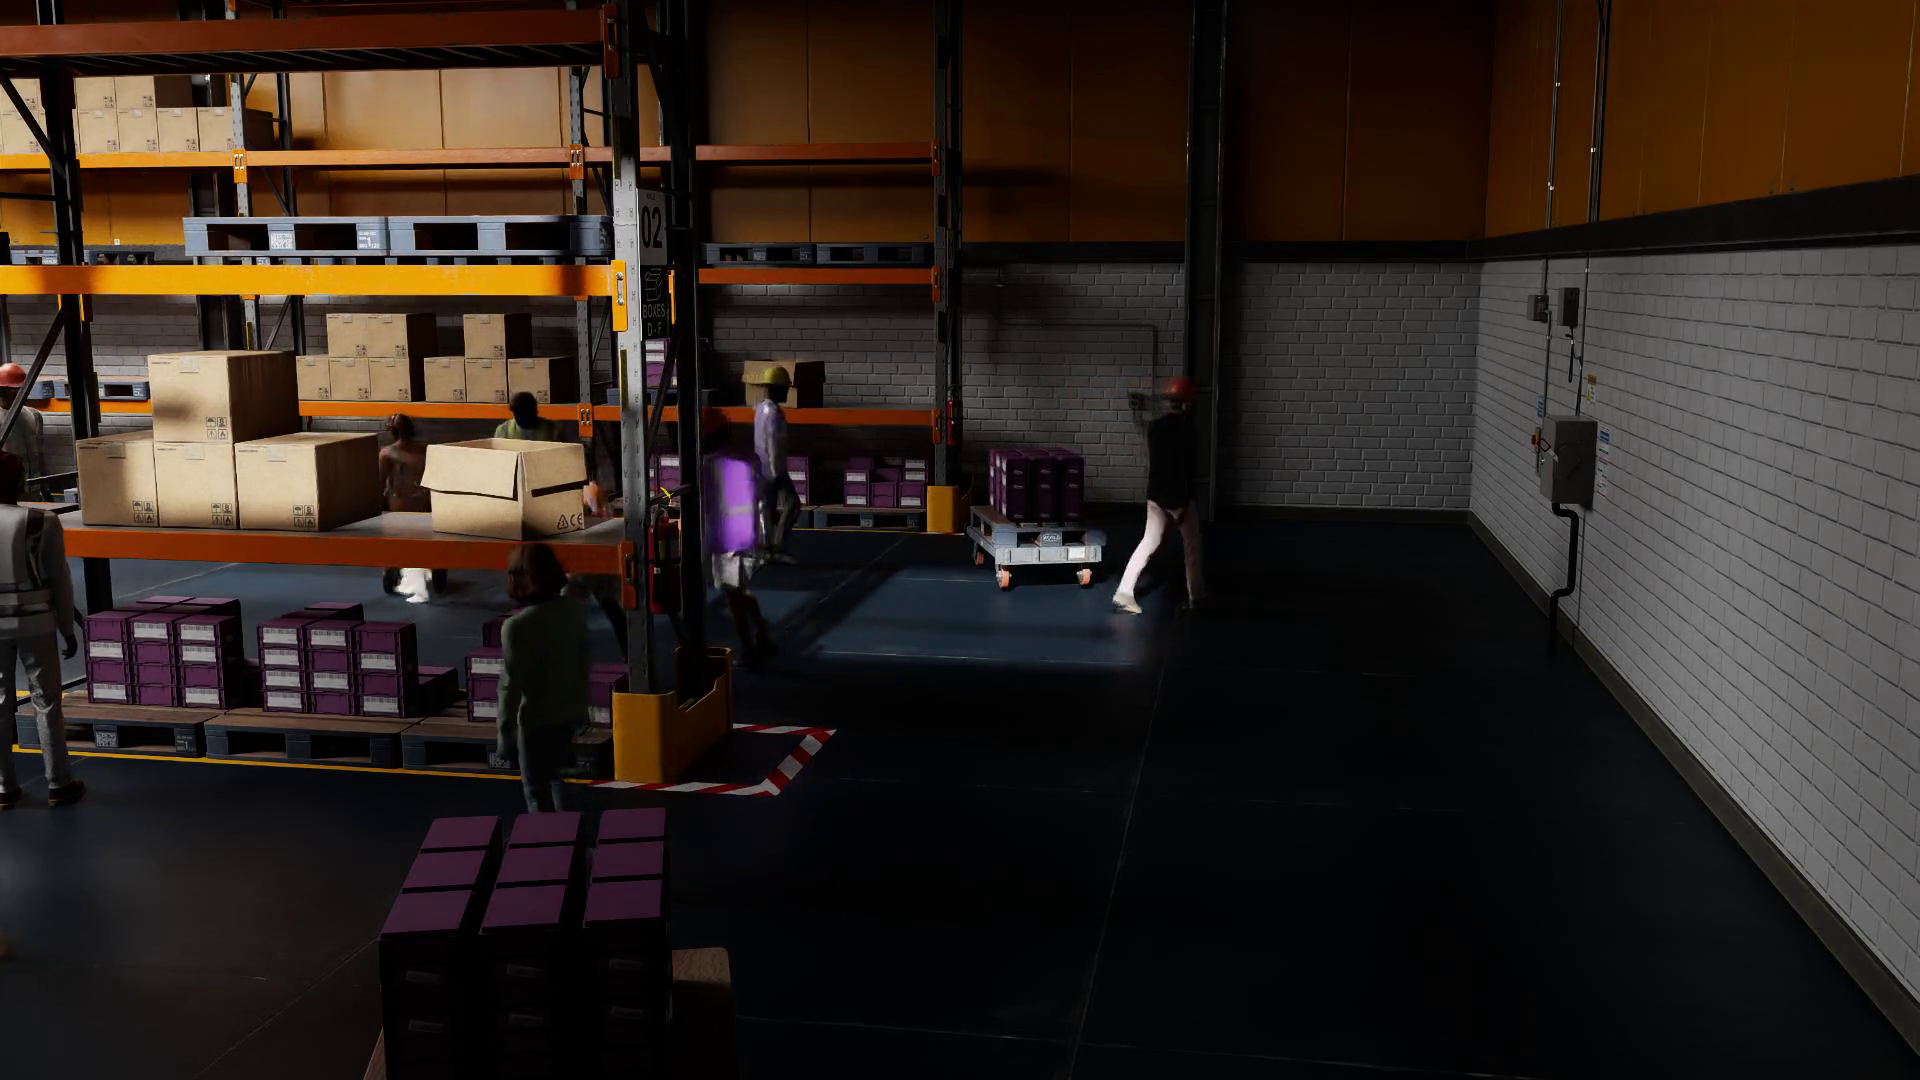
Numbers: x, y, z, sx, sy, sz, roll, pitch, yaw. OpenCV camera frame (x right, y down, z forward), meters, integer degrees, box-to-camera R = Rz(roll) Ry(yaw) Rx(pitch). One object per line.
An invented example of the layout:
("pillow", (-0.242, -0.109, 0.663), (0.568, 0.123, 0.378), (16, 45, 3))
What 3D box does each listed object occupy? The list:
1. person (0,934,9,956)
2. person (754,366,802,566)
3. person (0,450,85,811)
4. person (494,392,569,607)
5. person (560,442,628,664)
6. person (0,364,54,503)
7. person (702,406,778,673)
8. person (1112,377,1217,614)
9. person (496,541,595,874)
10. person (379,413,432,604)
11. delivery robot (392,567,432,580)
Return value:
("person", (-4.136, 0.739, 6.501), (0.688, 2.000, 0.577), (-1, 9, -4))
("person", (-1.700, -0.691, 15.750), (0.500, 1.912, 0.611), (-3, 10, -20))
("person", (-4.907, 0.469, 8.654), (0.573, 1.887, 0.355), (-2, 9, -14))
("person", (-3.600, -0.341, 13.981), (0.689, 1.790, 0.851), (-1, 9, -4))
("person", (-2.579, 0.165, 11.244), (0.854, 1.648, 0.553), (1, 9, 7))
("person", (-7.814, -0.440, 13.815), (0.385, 2.041, 0.607), (3, 10, 19))
("person", (-1.591, 0.009, 11.506), (0.624, 1.885, 0.405), (-9, 13, -44))
("person", (1.677, -0.356, 13.599), (0.985, 1.954, 0.611), (-7, 12, -38))
("person", (-1.863, 0.804, 7.387), (0.344, 1.617, 0.518), (5, 10, 27))
("person", (-4.749, -0.267, 14.085), (0.725, 1.608, 0.508), (5, 10, 29))
("delivery robot", (-4.763, 0.119, 14.650), (0.477, 0.478, 0.707), (-1, 9, -6))
